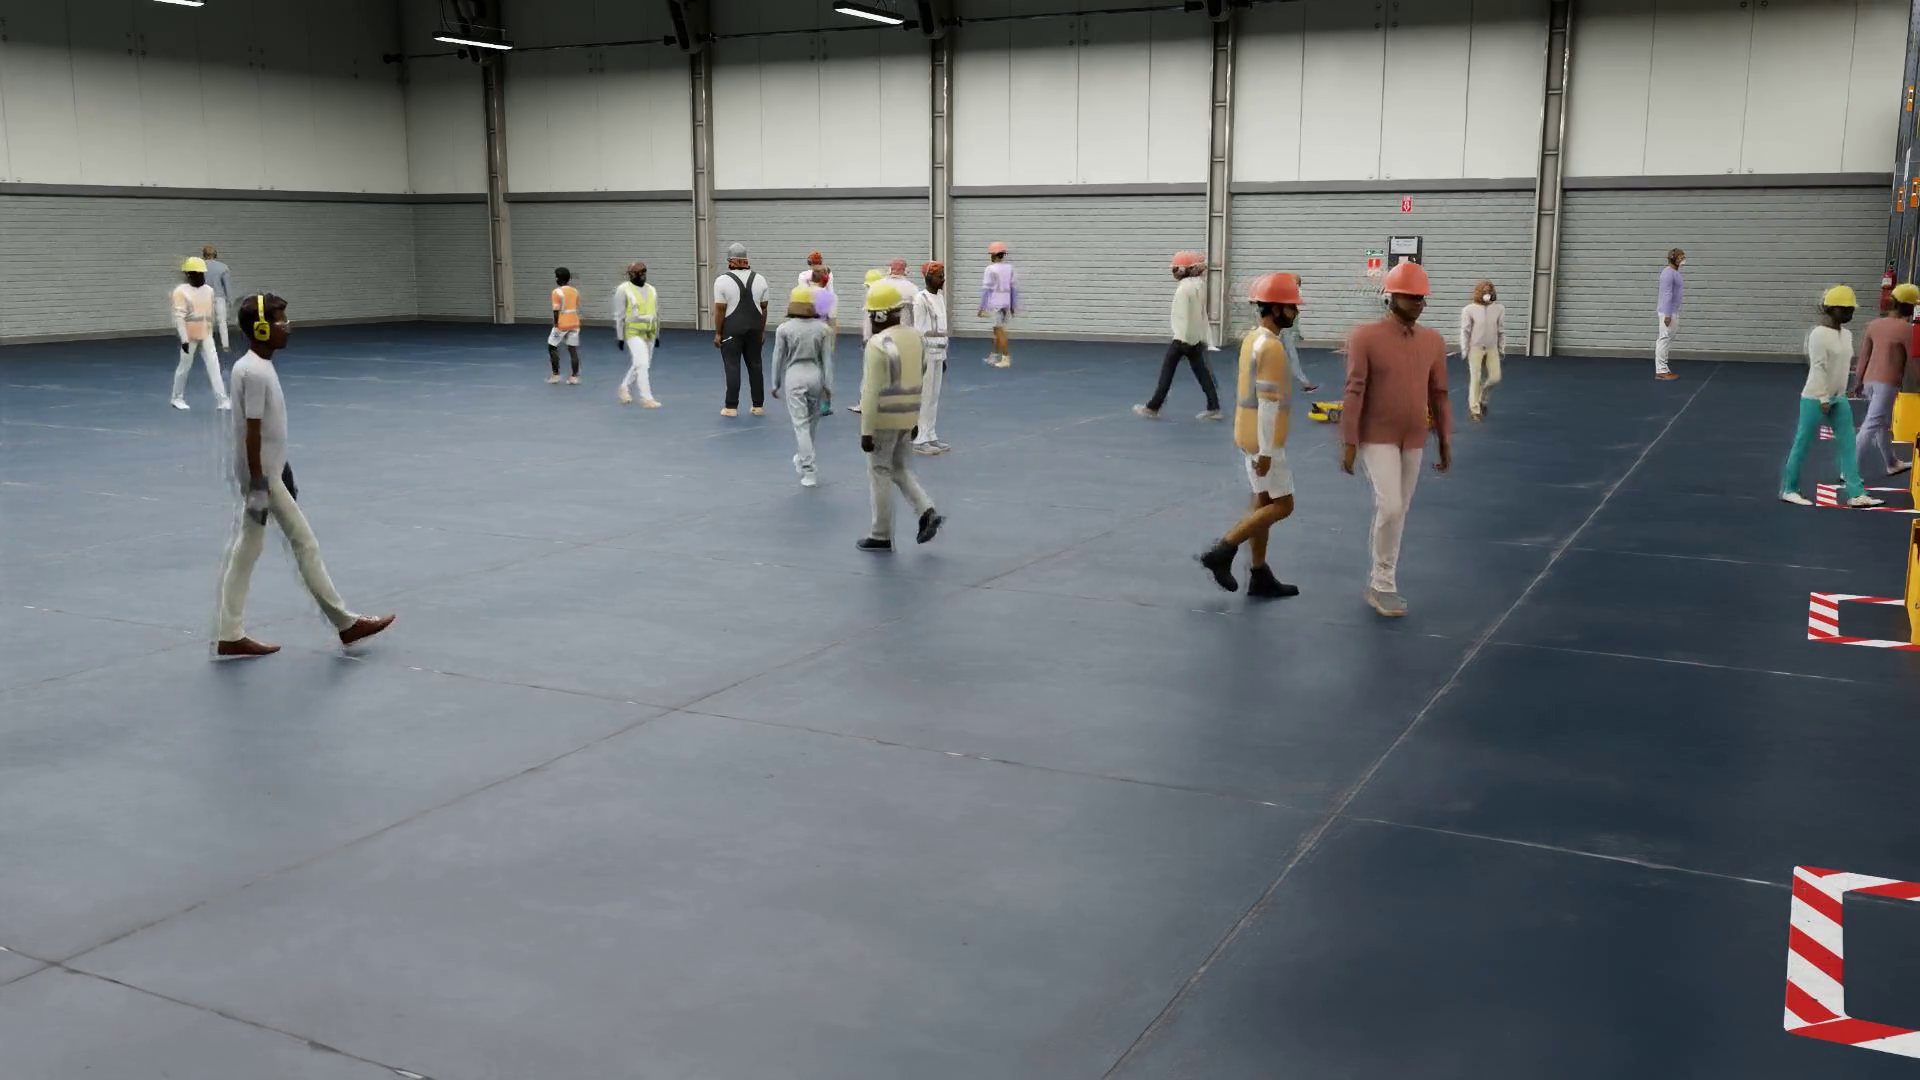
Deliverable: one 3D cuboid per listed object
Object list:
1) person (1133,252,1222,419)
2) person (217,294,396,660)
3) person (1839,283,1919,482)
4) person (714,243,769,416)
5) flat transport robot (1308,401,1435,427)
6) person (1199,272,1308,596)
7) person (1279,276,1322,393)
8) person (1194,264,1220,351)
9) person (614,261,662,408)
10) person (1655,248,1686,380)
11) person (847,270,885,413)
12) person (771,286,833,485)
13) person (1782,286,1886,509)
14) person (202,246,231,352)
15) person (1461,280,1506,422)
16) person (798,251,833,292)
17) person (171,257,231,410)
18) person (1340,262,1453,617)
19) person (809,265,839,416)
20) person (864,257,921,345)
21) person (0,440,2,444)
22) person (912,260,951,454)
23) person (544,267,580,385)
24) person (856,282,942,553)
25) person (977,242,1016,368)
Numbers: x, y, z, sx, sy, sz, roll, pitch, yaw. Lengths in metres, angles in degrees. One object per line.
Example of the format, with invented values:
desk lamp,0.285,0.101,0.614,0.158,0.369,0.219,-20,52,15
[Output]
person,2.585,-2.354,19.265,1.045,1.941,0.618,6,12,28
person,-3.380,-0.318,8.429,0.913,1.830,0.555,-6,12,-28
person,8.005,-1.336,14.299,0.883,1.714,0.523,-2,11,-8
person,-2.628,-2.490,19.708,0.672,2.000,0.536,-6,12,-31
flat transport robot,4.675,-1.427,18.742,0.652,0.197,1.431,-7,13,-34
person,1.735,-0.594,9.713,0.531,1.923,0.543,-1,10,-4
person,4.469,-2.748,22.343,0.856,1.578,0.505,4,11,22
person,4.384,-4.283,30.682,0.814,1.606,0.530,3,11,15
person,-4.040,-2.569,20.769,0.837,1.818,0.632,8,13,37
person,10.522,-3.341,24.633,0.370,1.939,0.631,6,12,30
person,-0.993,-2.367,19.952,0.834,1.716,0.602,-3,11,-14
person,-1.378,-1.347,14.424,0.500,1.690,0.938,-4,11,-23
person,6.806,-1.086,12.885,0.533,1.733,0.836,-5,12,-26
person,-13.645,-4.395,30.373,0.638,1.938,0.356,-4,11,-20
person,5.998,-2.157,19.036,0.525,1.620,0.345,-1,10,-4
person,-2.238,-3.531,25.817,0.584,1.882,0.348,-5,12,-27
person,-9.339,-2.511,20.300,1.002,1.874,0.607,5,12,26
person,2.498,-0.549,9.291,0.643,1.974,0.675,-4,11,-21
person,-1.692,-2.296,19.328,0.572,1.800,0.950,2,11,13
person,-0.753,-2.339,19.354,0.670,1.868,0.610,3,11,17
person,-10.030,-1.876,16.515,0.664,1.977,0.633,-4,11,-23
person,-0.286,-1.788,16.307,0.337,1.882,0.584,4,11,21
person,-5.686,-3.036,23.678,0.582,1.682,0.545,7,12,32
person,-0.446,-0.803,11.099,0.520,1.817,0.613,7,12,32
person,0.534,-3.794,26.876,0.635,2.007,0.903,-10,14,-43
